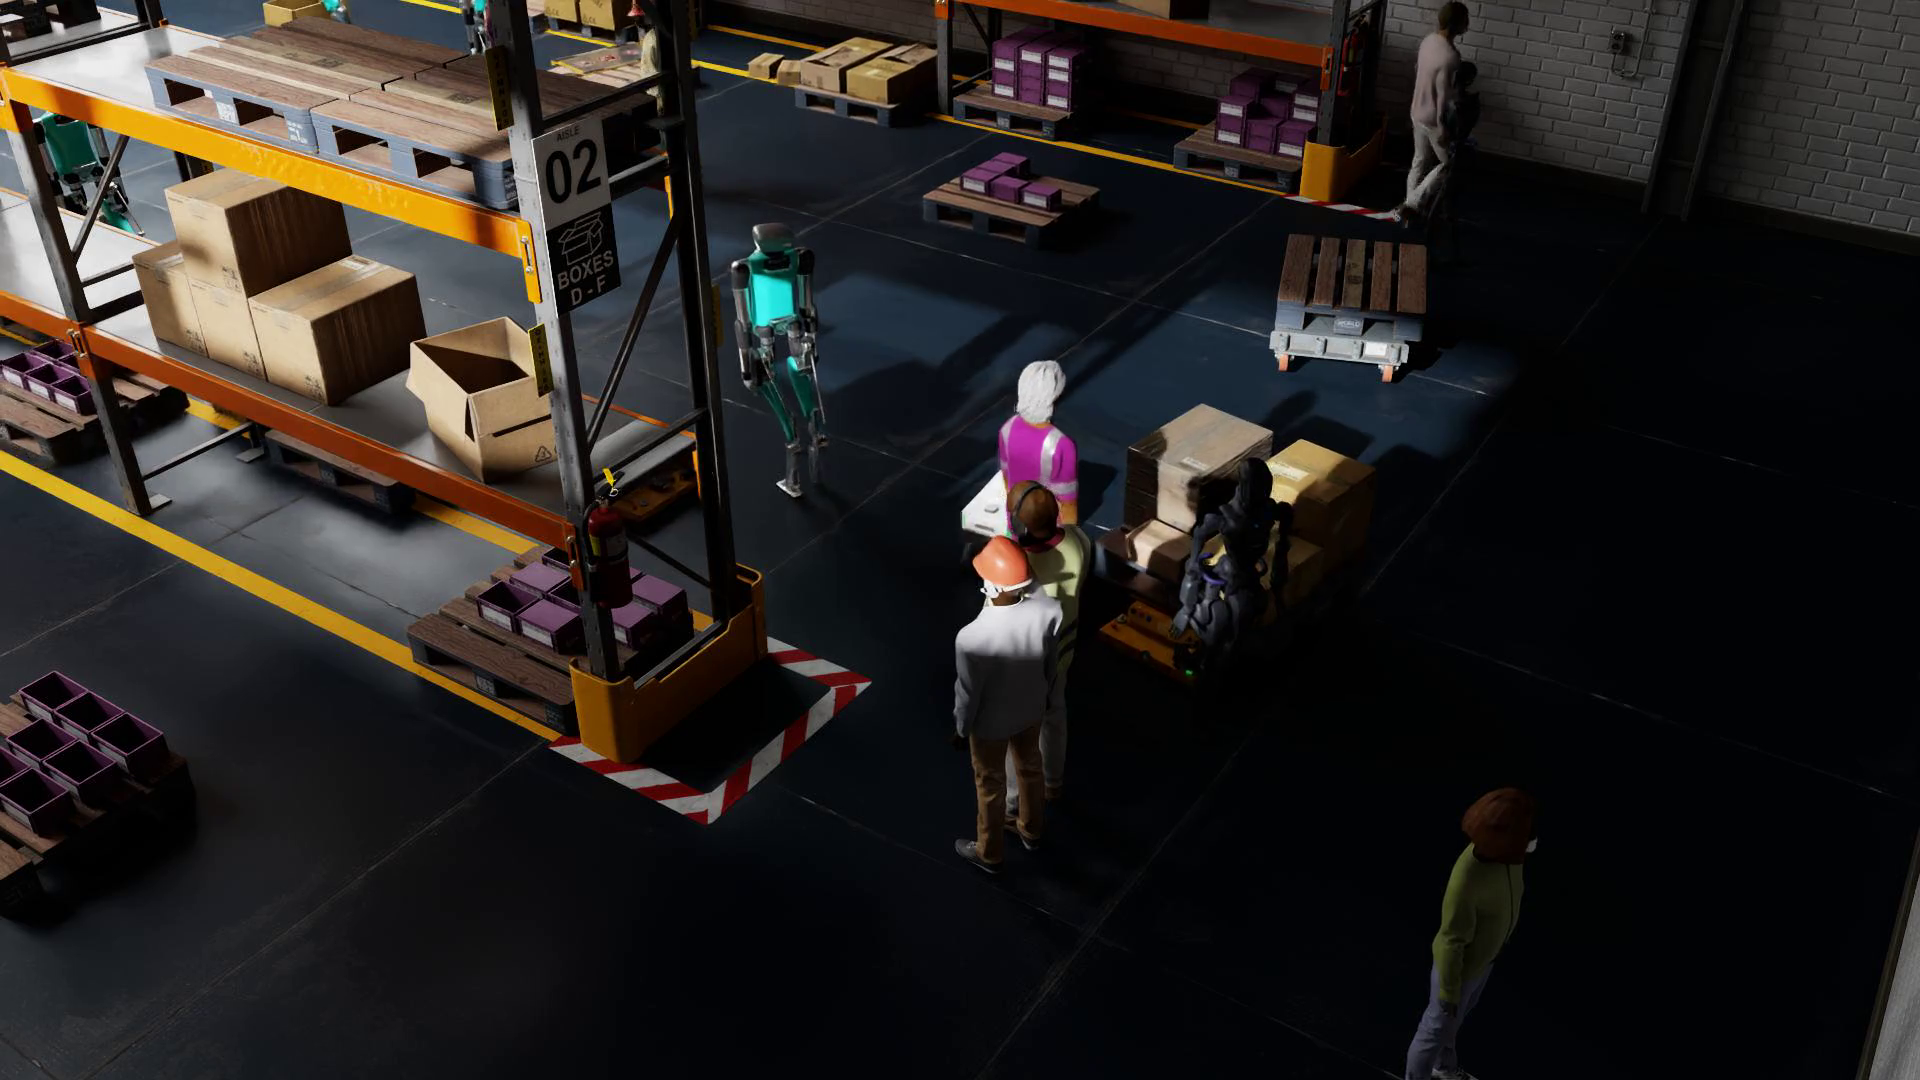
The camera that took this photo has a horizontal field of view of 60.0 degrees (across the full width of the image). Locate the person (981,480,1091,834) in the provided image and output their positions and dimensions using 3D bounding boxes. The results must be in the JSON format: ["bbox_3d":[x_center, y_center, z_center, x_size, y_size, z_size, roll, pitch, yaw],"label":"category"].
[{"bbox_3d":[0.310,0.537,7.607,0.429,1.840,0.633,22,39,29],"label":"person"}]

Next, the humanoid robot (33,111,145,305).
[{"bbox_3d":[-6.246,-2.429,12.138,0.735,1.677,0.533,24,40,32],"label":"humanoid robot"}]

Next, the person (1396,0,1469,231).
[{"bbox_3d":[3.923,-3.453,13.659,0.446,1.929,0.648,-4,33,-5],"label":"person"}]

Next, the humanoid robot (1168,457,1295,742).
[{"bbox_3d":[1.333,0.272,8.188,0.616,1.641,0.424,-11,35,-16],"label":"humanoid robot"}]

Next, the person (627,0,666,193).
[{"bbox_3d":[-2.619,-3.874,14.477,0.439,1.738,0.563,2,33,3],"label":"person"}]

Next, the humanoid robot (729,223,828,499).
[{"bbox_3d":[-1.005,-0.961,10.046,0.536,1.849,0.672,-18,37,-25],"label":"humanoid robot"}]

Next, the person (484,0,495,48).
[{"bbox_3d":[-4.061,-4.285,14.926,0.432,1.944,0.488,-14,36,-20],"label":"person"}]

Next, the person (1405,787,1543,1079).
[{"bbox_3d":[1.913,1.564,6.216,0.285,1.632,0.501,24,40,32],"label":"person"}]

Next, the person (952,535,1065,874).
[{"bbox_3d":[0.194,0.730,7.386,0.559,1.755,0.319,-23,39,-30],"label":"person"}]

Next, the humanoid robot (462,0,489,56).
[{"bbox_3d":[-4.326,-4.652,15.695,0.540,1.821,0.665,-17,37,-24],"label":"humanoid robot"}]

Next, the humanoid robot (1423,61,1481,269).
[{"bbox_3d":[3.870,-2.941,13.106,0.504,1.642,0.608,8,34,13],"label":"humanoid robot"}]

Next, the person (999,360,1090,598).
[{"bbox_3d":[0.445,-0.090,8.570,0.538,1.833,0.559,-29,43,-36],"label":"person"}]

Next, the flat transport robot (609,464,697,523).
[{"bbox_3d":[-2.363,-0.524,10.678,1.431,0.231,0.659,20,38,28],"label":"flat transport robot"}]

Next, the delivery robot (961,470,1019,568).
[{"bbox_3d":[0.306,-0.171,9.890,0.499,0.613,0.816,15,36,22],"label":"delivery robot"}]

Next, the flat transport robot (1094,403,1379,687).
[{"bbox_3d":[1.482,0.322,9.378,0.659,0.231,1.431,27,42,35],"label":"flat transport robot"}]

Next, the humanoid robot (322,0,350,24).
[{"bbox_3d":[-6.765,-5.952,17.696,1.059,1.711,0.532,15,36,22],"label":"humanoid robot"}]

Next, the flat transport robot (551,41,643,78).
[{"bbox_3d":[-3.638,-5.000,17.558,1.431,0.231,0.659,-27,42,-35],"label":"flat transport robot"}]
